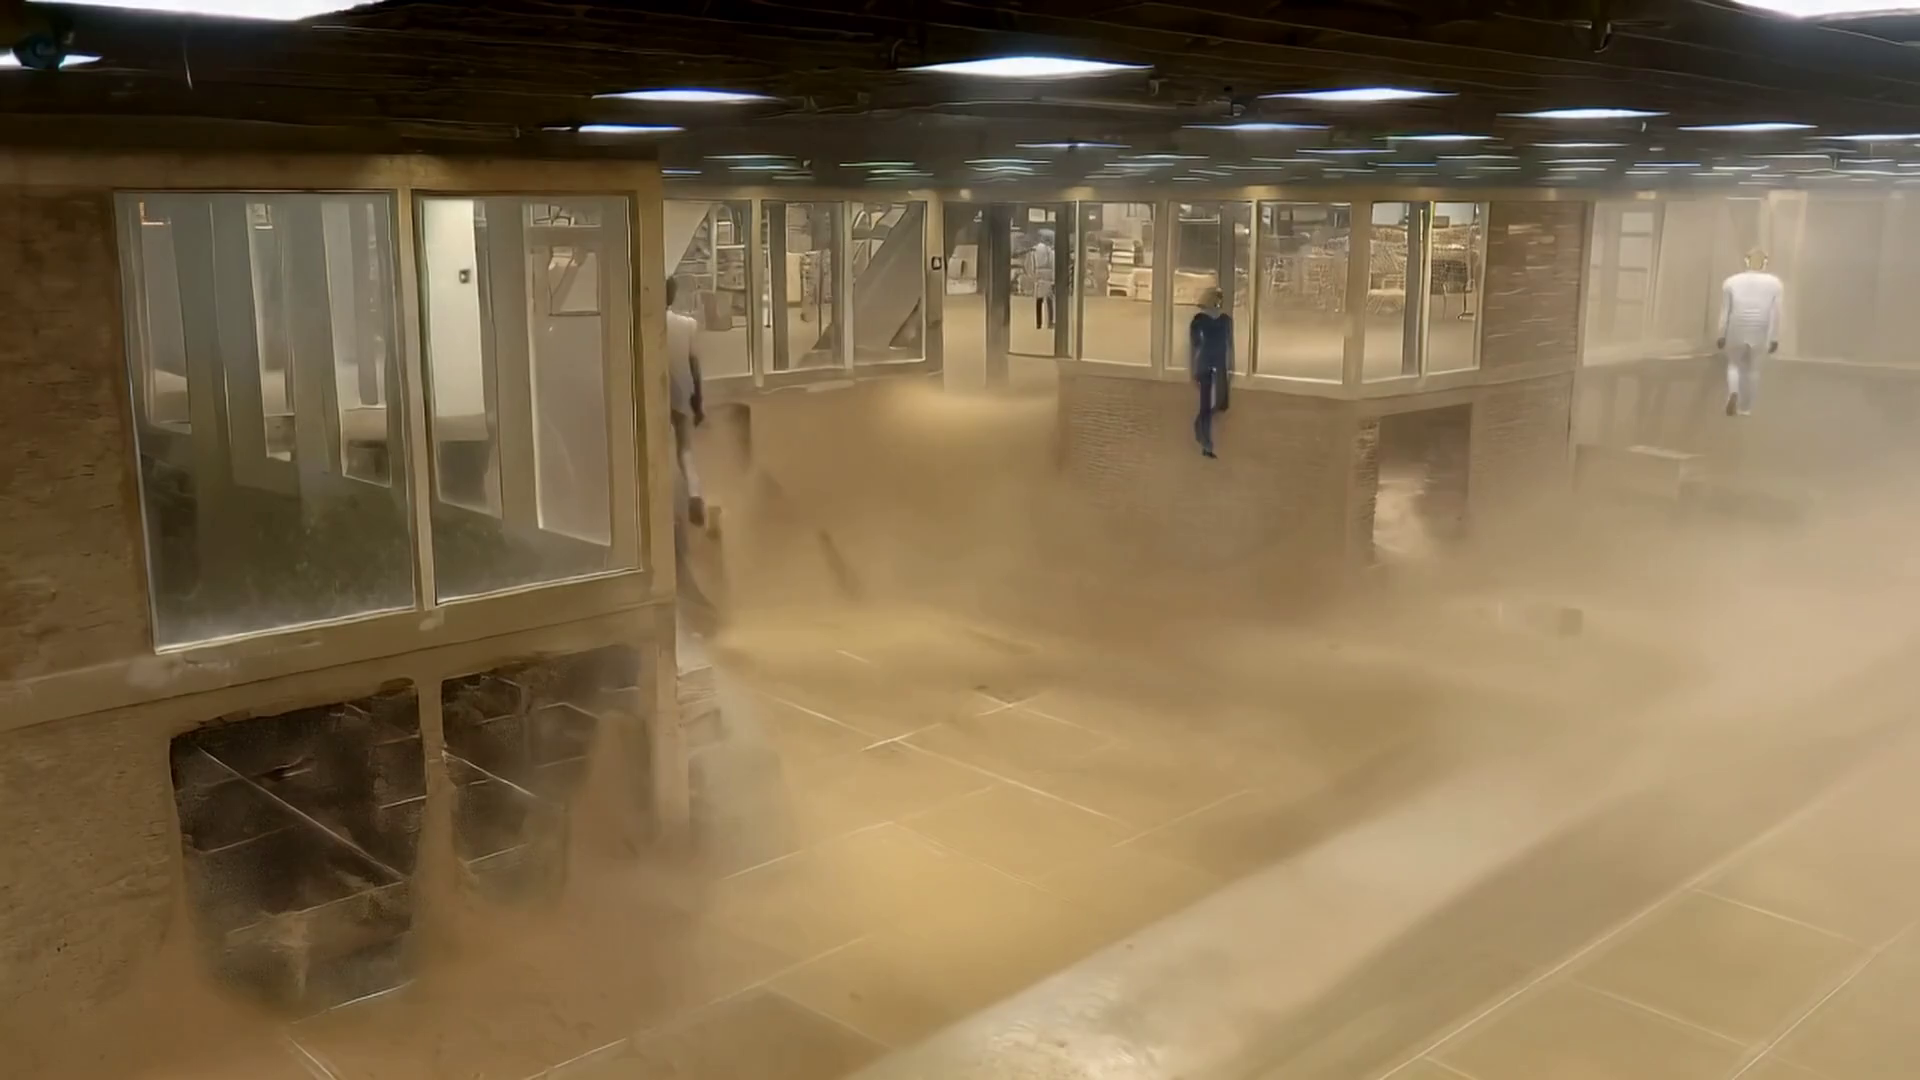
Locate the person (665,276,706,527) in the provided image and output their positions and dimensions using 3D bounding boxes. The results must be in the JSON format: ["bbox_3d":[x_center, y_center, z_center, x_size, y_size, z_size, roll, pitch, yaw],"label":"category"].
[{"bbox_3d":[-2.133,-1.008,12.152,0.556,1.854,0.425,-6,13,-26],"label":"person"}]

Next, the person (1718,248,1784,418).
[{"bbox_3d":[8.751,-2.283,18.442,0.648,1.891,0.514,5,12,22],"label":"person"}]

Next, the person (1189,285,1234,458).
[{"bbox_3d":[2.339,-1.593,15.682,0.504,1.626,0.493,-5,12,-24],"label":"person"}]
